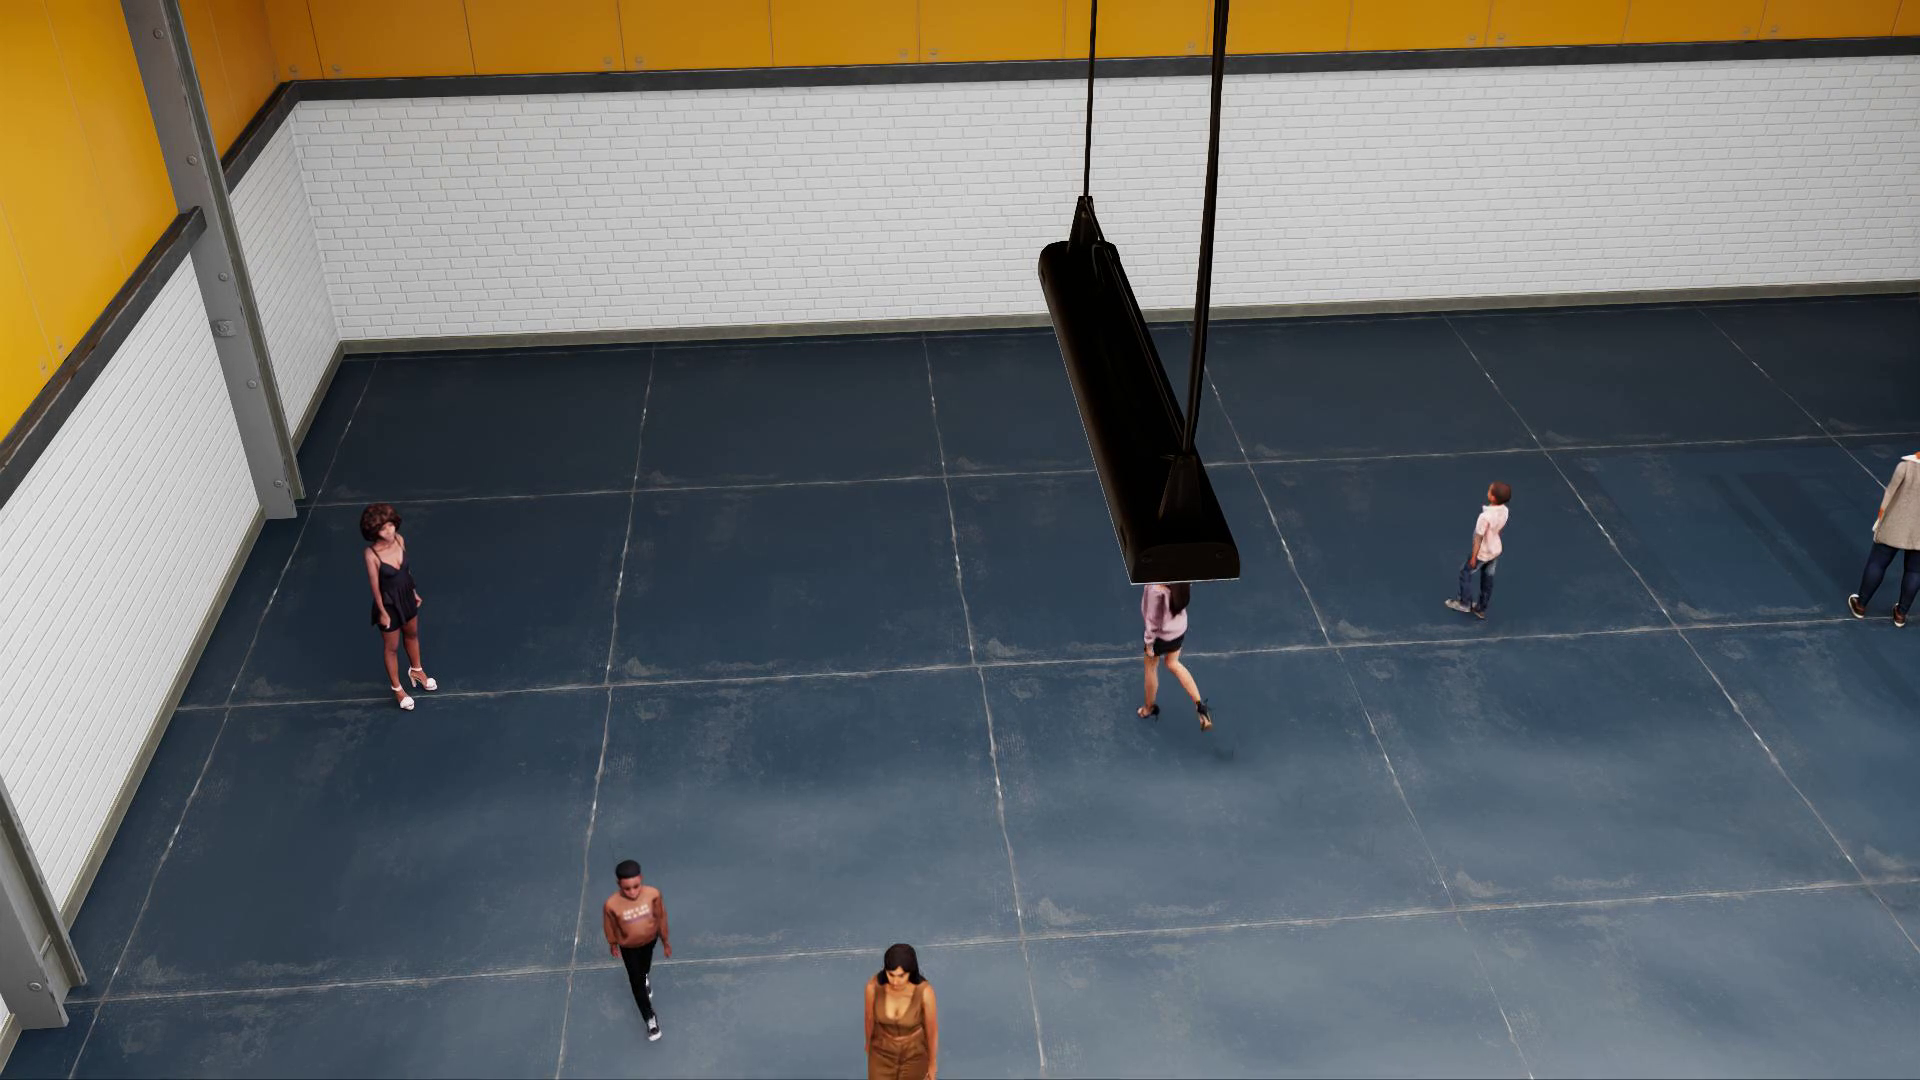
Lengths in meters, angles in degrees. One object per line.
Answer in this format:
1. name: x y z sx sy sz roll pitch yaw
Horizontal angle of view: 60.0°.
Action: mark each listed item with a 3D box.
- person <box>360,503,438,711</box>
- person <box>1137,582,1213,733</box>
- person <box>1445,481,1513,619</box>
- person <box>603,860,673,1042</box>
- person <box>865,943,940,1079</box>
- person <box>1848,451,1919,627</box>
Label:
1. person: -4.378 0.493 12.891 0.726 1.789 0.639 17 37 24
2. person: 1.624 0.742 12.511 0.950 1.795 1.061 -27 42 -34
3. person: 4.442 0.113 13.903 0.636 1.302 0.674 -20 38 -27
4. person: -2.027 2.456 10.450 0.703 1.221 0.939 -13 36 -19
5. person: -0.319 2.836 9.471 0.663 1.672 0.760 3 34 5
6. person: 7.880 -0.151 13.769 0.800 1.890 0.828 13 36 19
